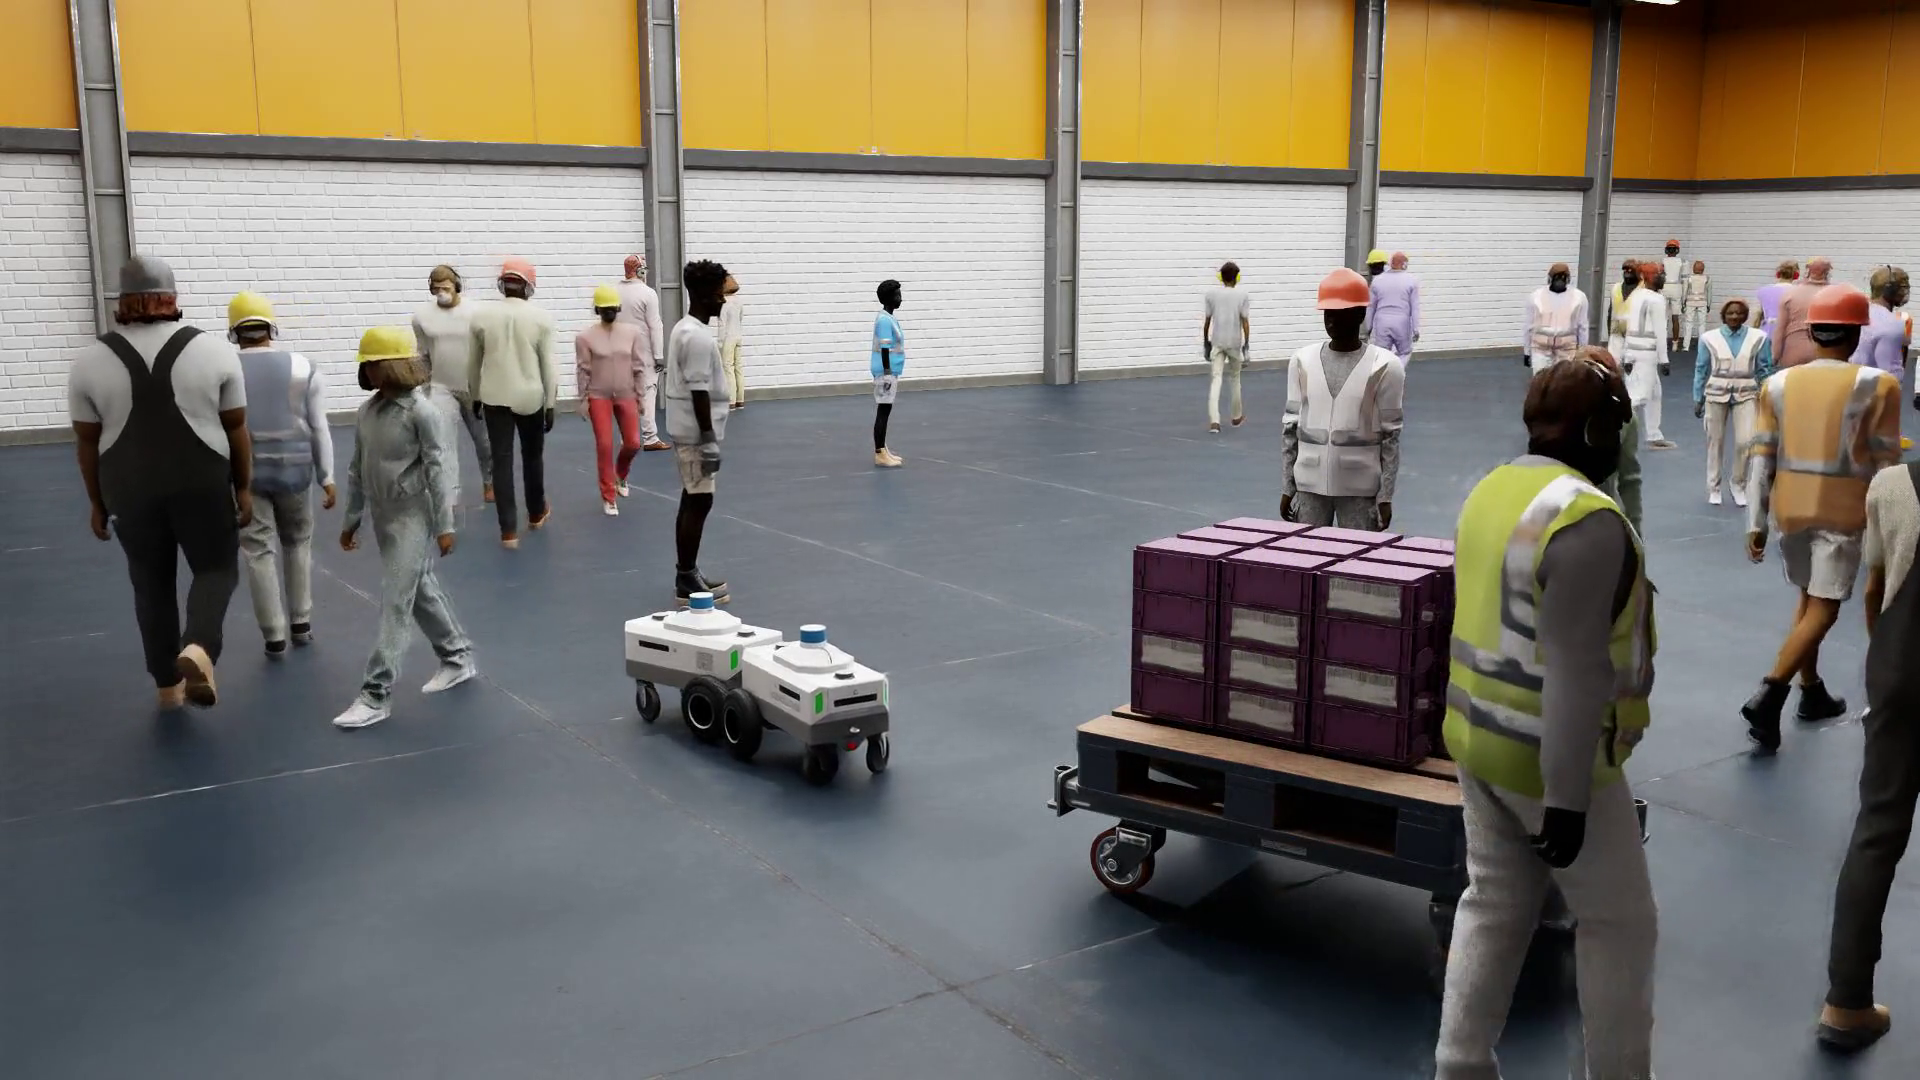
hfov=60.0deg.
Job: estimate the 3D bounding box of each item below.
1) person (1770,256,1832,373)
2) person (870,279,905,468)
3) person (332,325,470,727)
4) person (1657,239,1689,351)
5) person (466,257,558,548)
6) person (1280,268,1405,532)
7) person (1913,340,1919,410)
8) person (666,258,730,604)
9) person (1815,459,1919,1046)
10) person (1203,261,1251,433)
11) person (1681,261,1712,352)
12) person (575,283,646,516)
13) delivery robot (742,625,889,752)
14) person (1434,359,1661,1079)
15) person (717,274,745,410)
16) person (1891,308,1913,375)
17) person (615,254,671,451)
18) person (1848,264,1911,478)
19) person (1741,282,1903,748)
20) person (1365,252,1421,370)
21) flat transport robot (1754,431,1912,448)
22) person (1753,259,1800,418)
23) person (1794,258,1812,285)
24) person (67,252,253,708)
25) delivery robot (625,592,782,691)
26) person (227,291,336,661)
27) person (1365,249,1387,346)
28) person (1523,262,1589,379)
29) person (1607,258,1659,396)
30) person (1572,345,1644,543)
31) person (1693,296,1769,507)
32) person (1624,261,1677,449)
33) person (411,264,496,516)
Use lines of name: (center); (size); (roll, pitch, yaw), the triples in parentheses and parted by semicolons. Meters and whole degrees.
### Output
person: (8.184, -1.781, 16.053); (0.671, 1.893, 0.418); (4, 11, 20)
person: (-0.653, -1.511, 15.099); (0.317, 1.695, 0.540); (0, 10, 1)
person: (-2.478, -0.090, 7.302); (0.491, 1.698, 0.874); (7, 13, 34)
person: (12.901, -4.443, 30.251); (0.605, 2.034, 0.390); (3, 11, 17)
person: (-3.056, -0.960, 11.428); (0.630, 1.923, 1.042); (-2, 10, -10)
person: (1.704, -0.249, 7.520); (0.542, 1.939, 0.359); (5, 12, 28)
person: (7.615, -1.166, 12.680); (0.602, 1.892, 0.836); (7, 12, 33)
person: (-1.482, -0.610, 9.480); (0.380, 1.947, 0.608); (-2, 11, -12)
person: (2.586, 0.411, 4.360); (0.496, 1.785, 0.966); (10, 14, 43)
person: (2.872, -2.075, 17.879); (0.541, 1.812, 1.021); (4, 11, 19)
person: (13.342, -4.226, 30.138); (0.511, 1.641, 0.307); (3, 11, 16)
person: (-2.639, -1.069, 12.566); (0.518, 1.743, 0.539); (-5, 11, -23)
delivery robot: (-0.573, 0.577, 6.529); (0.477, 0.478, 0.707); (-6, 12, -31)
person: (1.430, 0.504, 3.774); (0.736, 1.802, 0.690); (-1, 10, -5)
person: (-2.773, -2.376, 20.013); (0.289, 1.633, 0.499); (4, 11, 21)
person: (8.942, -1.704, 16.183); (0.532, 1.678, 0.602); (6, 12, 31)
person: (-3.126, -1.817, 16.203); (0.641, 1.908, 0.407); (6, 12, 30)
person: (6.024, -0.888, 11.138); (0.952, 1.909, 0.642); (1, 10, 7)
person: (3.511, -0.105, 6.856); (0.941, 1.903, 0.553); (-7, 12, -34)
person: (5.504, -2.712, 21.170); (0.766, 1.884, 0.467); (7, 12, 33)
flat transport robot: (8.524, -1.038, 16.415); (1.431, 0.197, 0.652); (-1, 10, -8)
person: (9.142, -2.212, 18.566); (0.576, 1.831, 0.655); (6, 12, 29)
person: (13.393, -3.581, 26.308); (0.547, 1.743, 0.597); (1, 10, 3)
person: (-3.430, -0.239, 7.183); (0.692, 2.000, 0.693); (-3, 11, -17)
delivery robot: (-1.104, 0.468, 7.125); (0.707, 0.478, 0.477); (8, 13, 36)
person: (-3.478, -0.332, 8.320); (0.626, 1.804, 0.713); (-5, 11, -25)
person: (5.646, -2.967, 22.476); (0.520, 1.922, 0.604); (3, 11, 17)
person: (6.159, -1.963, 17.246); (0.637, 1.825, 0.687); (3, 11, 16)
person: (7.986, -2.429, 19.788); (0.518, 1.829, 0.628); (-8, 13, -37)
person: (2.731, -0.055, 7.346); (0.591, 1.608, 0.407); (-3, 11, -14)
person: (5.931, -1.059, 12.809); (0.552, 1.618, 0.505); (4, 11, 19)
person: (6.601, -1.781, 16.169); (0.858, 1.854, 0.576); (0, 10, 1)
person: (-3.781, -1.147, 12.624); (0.659, 1.887, 1.044); (0, 10, 0)
